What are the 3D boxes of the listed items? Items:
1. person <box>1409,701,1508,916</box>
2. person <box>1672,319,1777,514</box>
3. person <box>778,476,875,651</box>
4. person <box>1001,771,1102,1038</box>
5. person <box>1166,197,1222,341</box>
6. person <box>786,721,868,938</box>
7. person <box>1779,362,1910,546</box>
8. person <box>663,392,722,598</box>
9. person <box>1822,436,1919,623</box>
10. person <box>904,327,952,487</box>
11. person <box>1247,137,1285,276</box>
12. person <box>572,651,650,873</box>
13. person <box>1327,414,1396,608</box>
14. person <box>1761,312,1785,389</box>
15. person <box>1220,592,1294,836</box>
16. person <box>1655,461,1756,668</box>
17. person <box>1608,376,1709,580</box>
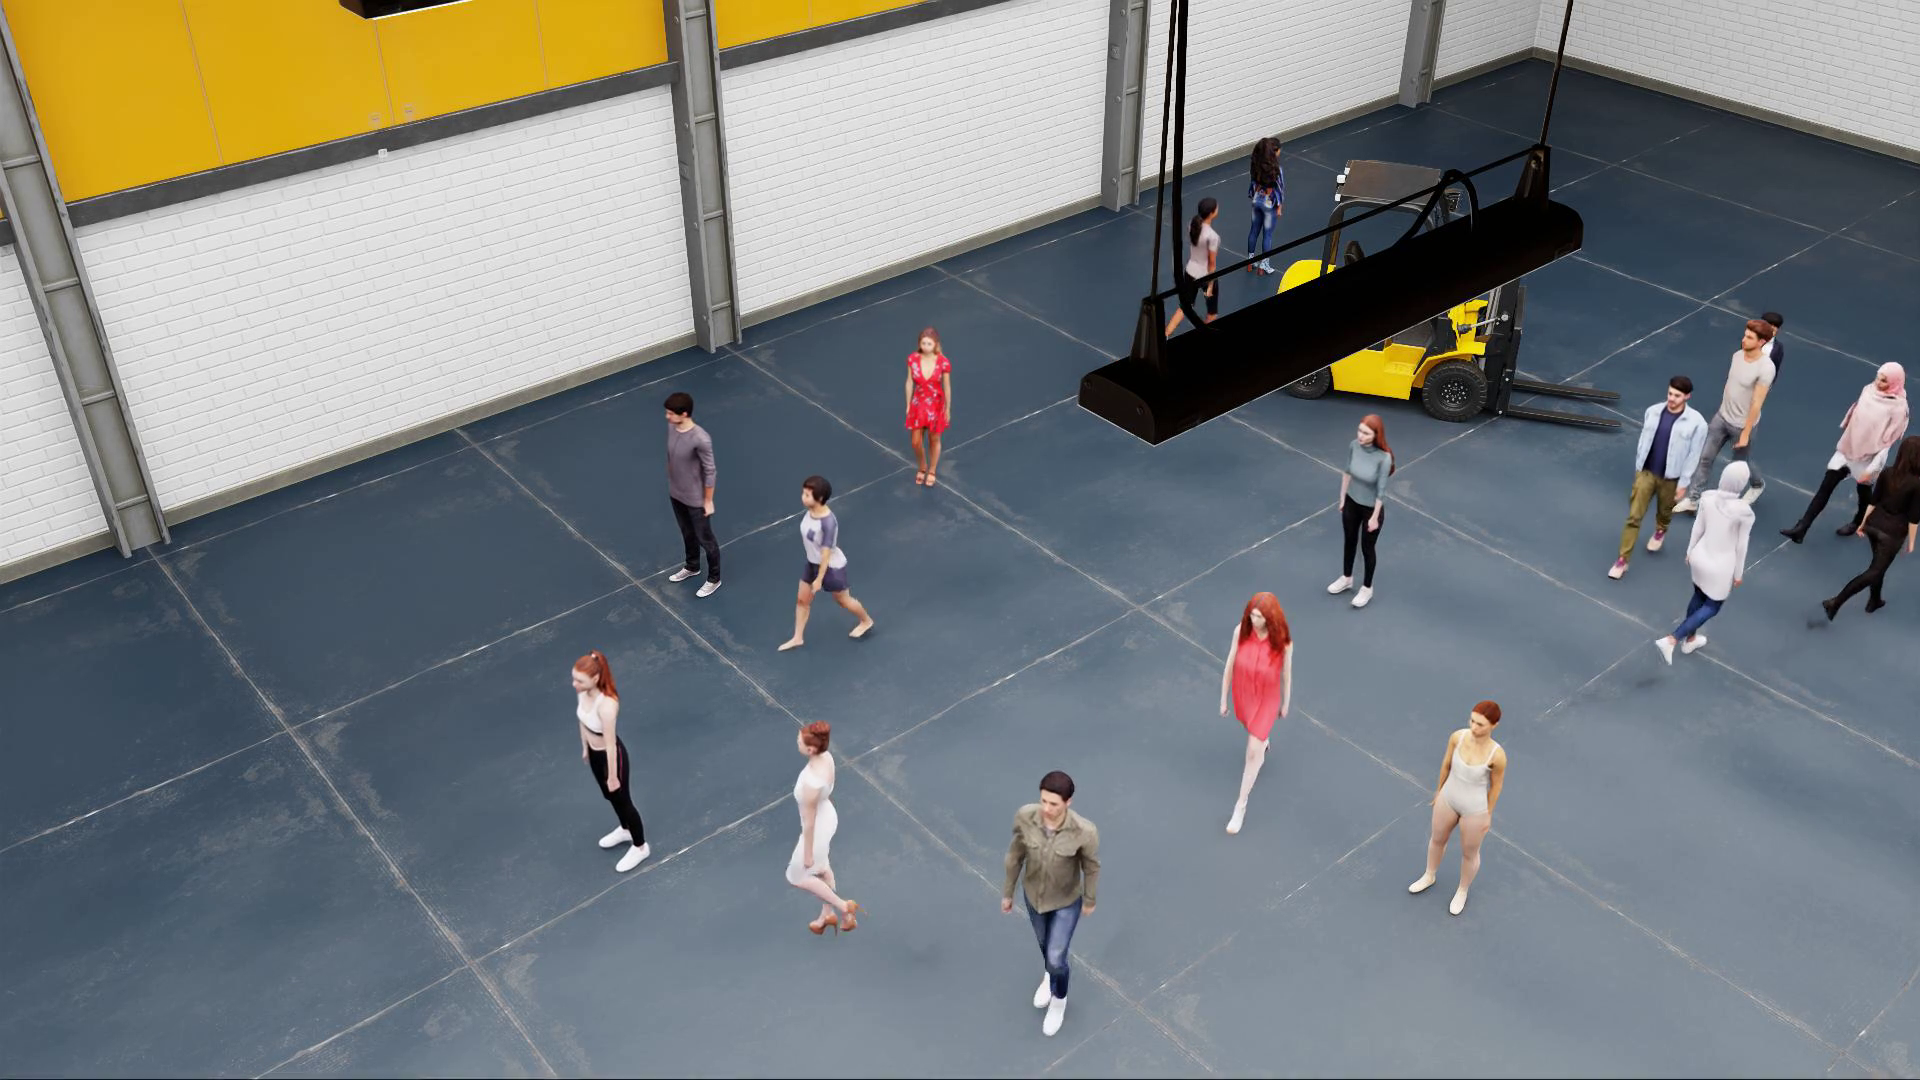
[{"bbox_3d":[3.228,1.681,10.622,0.571,1.643,0.515,27,42,34],"label":"person"},{"bbox_3d":[6.862,-1.040,14.515,1.263,1.866,0.948,-11,35,-17],"label":"person"},{"bbox_3d":[-0.989,0.184,12.982,1.044,1.523,0.653,-19,38,-26],"label":"person"},{"bbox_3d":[0.595,2.043,9.892,0.808,1.849,0.831,19,38,26],"label":"person"},{"bbox_3d":[2.399,-2.677,17.108,1.079,1.721,0.627,-22,40,-30],"label":"person"},{"bbox_3d":[-0.790,1.833,10.265,0.850,1.785,0.793,5,34,7],"label":"person"},{"bbox_3d":[7.742,-0.711,14.120,1.254,1.753,0.893,-12,36,-18],"label":"person"},{"bbox_3d":[-2.186,-0.407,13.577,0.562,1.849,0.691,-29,43,-36],"label":"person"},{"bbox_3d":[7.306,-0.026,13.228,1.081,1.600,0.785,-11,35,-16],"label":"person"},{"bbox_3d":[-0.265,-1.241,15.069,0.724,1.587,0.784,5,34,8],"label":"person"},{"bbox_3d":[3.467,-3.805,18.899,0.548,1.617,0.610,-27,42,-35],"label":"person"},{"bbox_3d":[-2.307,1.427,10.921,0.568,1.736,0.599,-21,39,-28],"label":"person"},{"bbox_3d":[3.267,-0.257,13.452,0.526,1.737,0.561,-23,40,-30],"label":"person"},{"bbox_3d":[7.678,-1.637,16.006,0.723,1.209,0.903,14,36,20],"label":"person"},{"bbox_3d":[2.051,1.062,11.430,0.879,1.779,1.225,17,37,24],"label":"person"},{"bbox_3d":[5.706,0.220,12.715,0.989,1.760,0.739,-17,37,-24],"label":"person"},{"bbox_3d":[5.892,-0.564,13.882,0.834,1.773,1.221,25,41,32],"label":"person"}]
